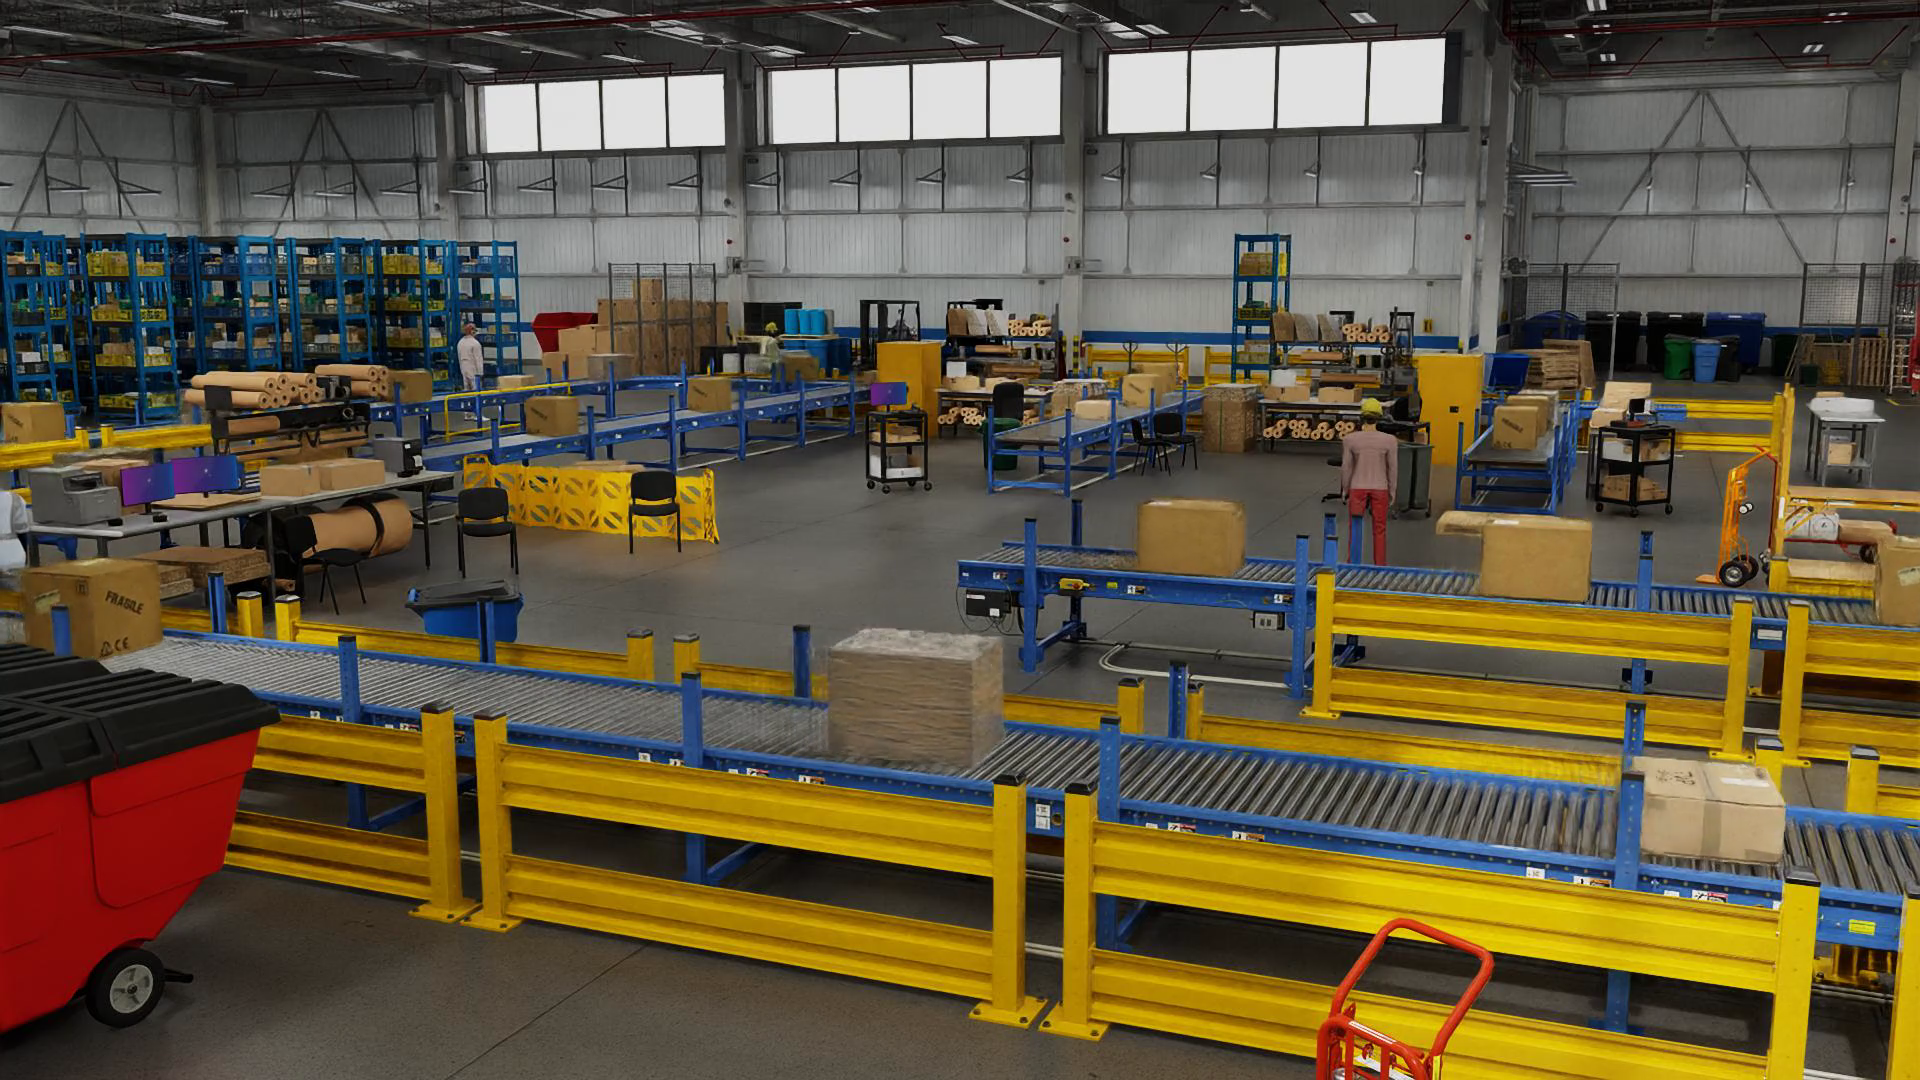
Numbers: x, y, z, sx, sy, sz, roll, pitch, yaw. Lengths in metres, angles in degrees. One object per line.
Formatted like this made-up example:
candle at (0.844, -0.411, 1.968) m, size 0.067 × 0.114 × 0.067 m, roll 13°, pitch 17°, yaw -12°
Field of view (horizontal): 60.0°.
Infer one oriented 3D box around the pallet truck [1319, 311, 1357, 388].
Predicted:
pallet truck at (9.071, -4.419, 39.190) m, size 0.823 × 1.965 × 1.885 m, roll 5°, pitch 10°, yaw 26°

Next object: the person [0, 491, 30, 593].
person at (-7.078, 0.199, 12.178) m, size 0.346 × 1.677 × 0.536 m, roll 7°, pitch 12°, yaw 37°

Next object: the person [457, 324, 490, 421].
person at (-9.514, -3.272, 32.520) m, size 0.641 × 1.908 × 0.407 m, roll 7°, pitch 12°, yaw 37°

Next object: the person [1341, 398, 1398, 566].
person at (3.939, -0.480, 16.025) m, size 0.533 × 1.767 × 0.315 m, roll 2°, pitch 10°, yaw 14°

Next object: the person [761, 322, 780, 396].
person at (-4.097, -3.806, 36.036) m, size 0.418 × 1.818 × 0.599 m, roll -5°, pitch 11°, yaw -29°

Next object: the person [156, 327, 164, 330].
person at (-17.957, -4.041, 37.417) m, size 0.569 × 1.831 × 0.411 m, roll -4°, pitch 10°, yaw -22°

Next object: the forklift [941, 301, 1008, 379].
forklift at (0.365, -4.966, 41.571) m, size 1.157 × 1.987 × 2.680 m, roll 3°, pitch 10°, yaw 20°

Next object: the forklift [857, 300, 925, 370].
forklift at (-1.732, -5.109, 42.468) m, size 1.157 × 1.987 × 2.680 m, roll 4°, pitch 10°, yaw 22°

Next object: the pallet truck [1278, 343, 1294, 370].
pallet truck at (7.886, -4.163, 39.743) m, size 0.653 × 1.274 × 1.630 m, roll 4°, pitch 10°, yaw 22°

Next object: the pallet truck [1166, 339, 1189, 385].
pallet truck at (5.418, -4.269, 40.420) m, size 0.704 × 1.261 × 1.522 m, roll 3°, pitch 10°, yaw 20°

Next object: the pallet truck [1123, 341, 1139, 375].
pallet truck at (4.445, -4.380, 41.279) m, size 0.680 × 1.201 × 1.601 m, roll 4°, pitch 10°, yaw 22°

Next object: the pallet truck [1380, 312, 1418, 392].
pallet truck at (10.207, -4.283, 38.369) m, size 0.823 × 1.965 × 1.885 m, roll 3°, pitch 10°, yaw 20°
